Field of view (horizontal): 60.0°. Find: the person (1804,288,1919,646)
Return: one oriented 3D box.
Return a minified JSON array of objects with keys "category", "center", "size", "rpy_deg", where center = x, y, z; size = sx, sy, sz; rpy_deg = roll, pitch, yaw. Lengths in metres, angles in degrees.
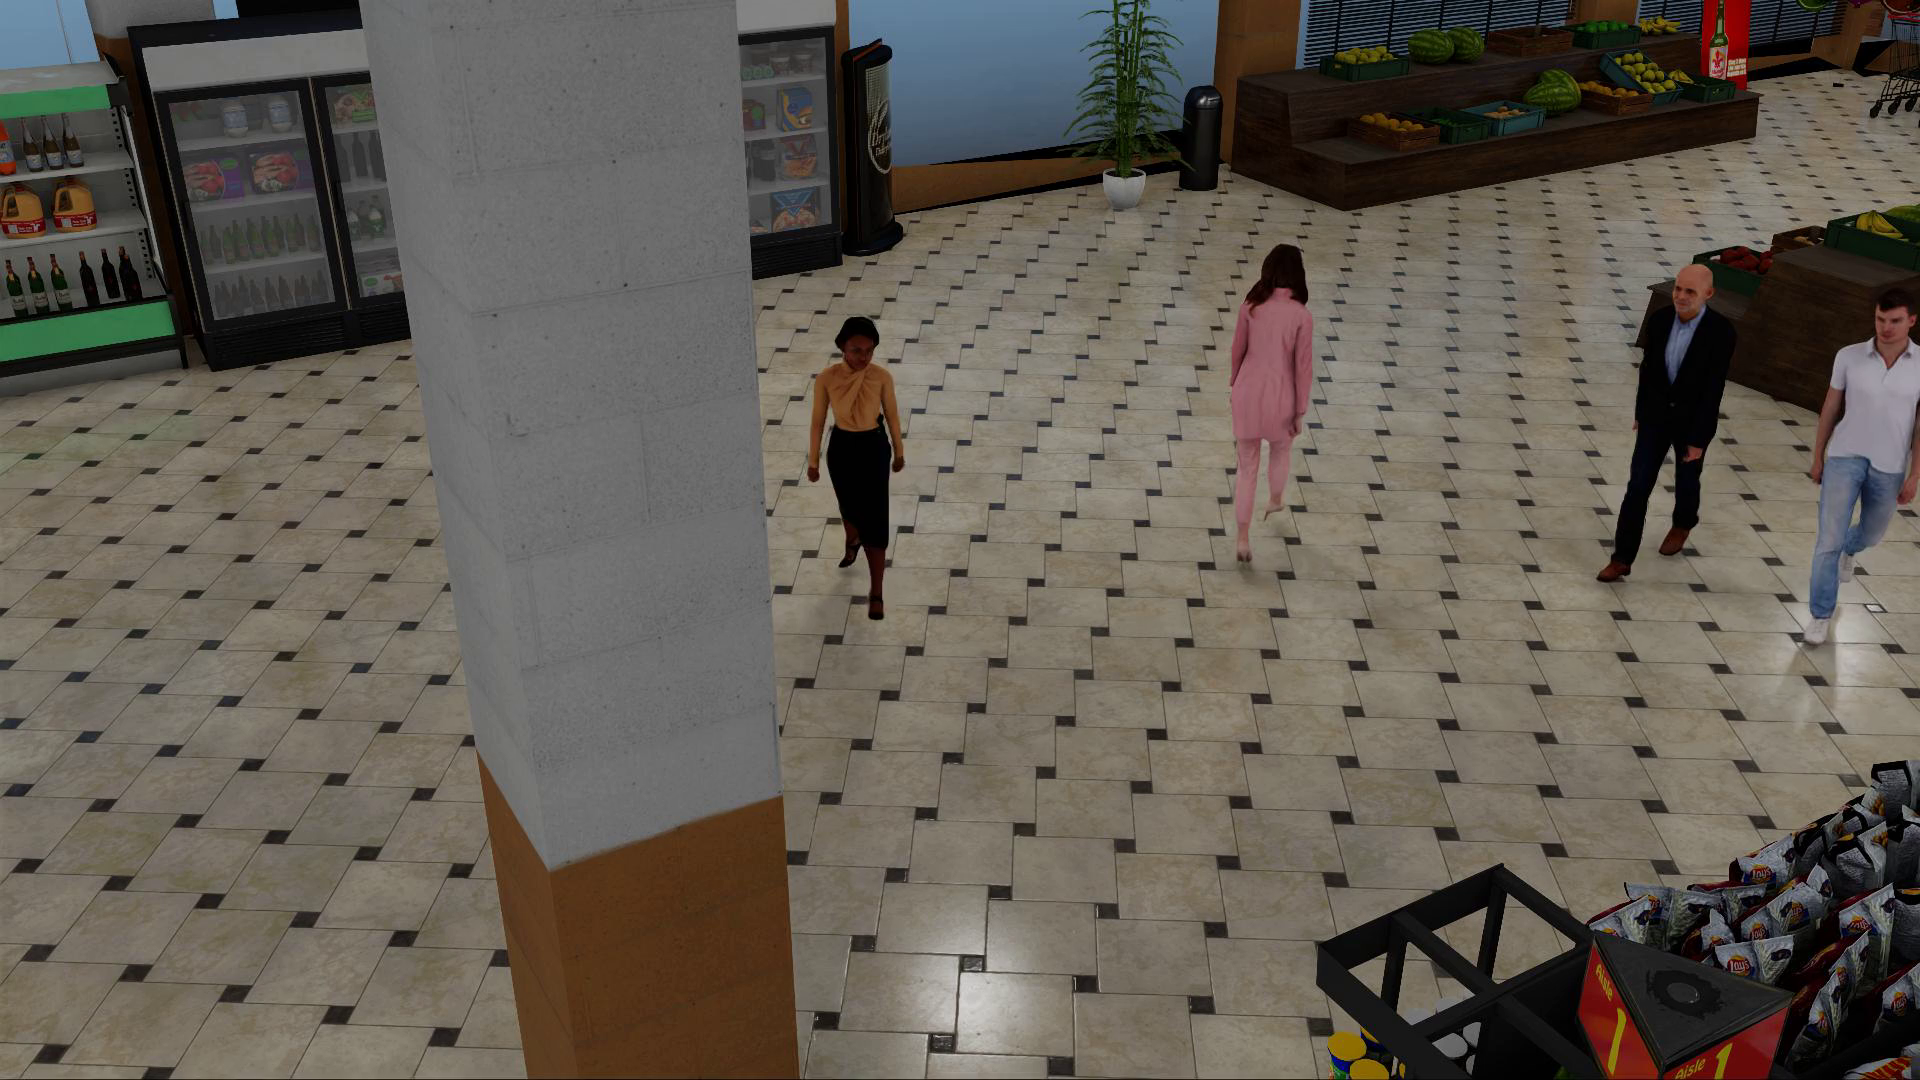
[{"category":"person","center":[4.602,-0.408,8.453],"size":[1.052,1.826,1.199],"rpy_deg":[11,29,21]}]

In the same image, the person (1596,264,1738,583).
[{"category":"person","center":[3.921,-0.649,9.008],"size":[0.871,1.754,1.212],"rpy_deg":[24,35,39]}]

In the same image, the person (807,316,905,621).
[{"category":"person","center":[-0.535,-0.418,8.736],"size":[1.114,1.589,1.061],"rpy_deg":[2,27,4]}]

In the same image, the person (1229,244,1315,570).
[{"category":"person","center":[1.641,-0.682,9.075],"size":[1.066,1.752,1.184],"rpy_deg":[10,28,18]}]
